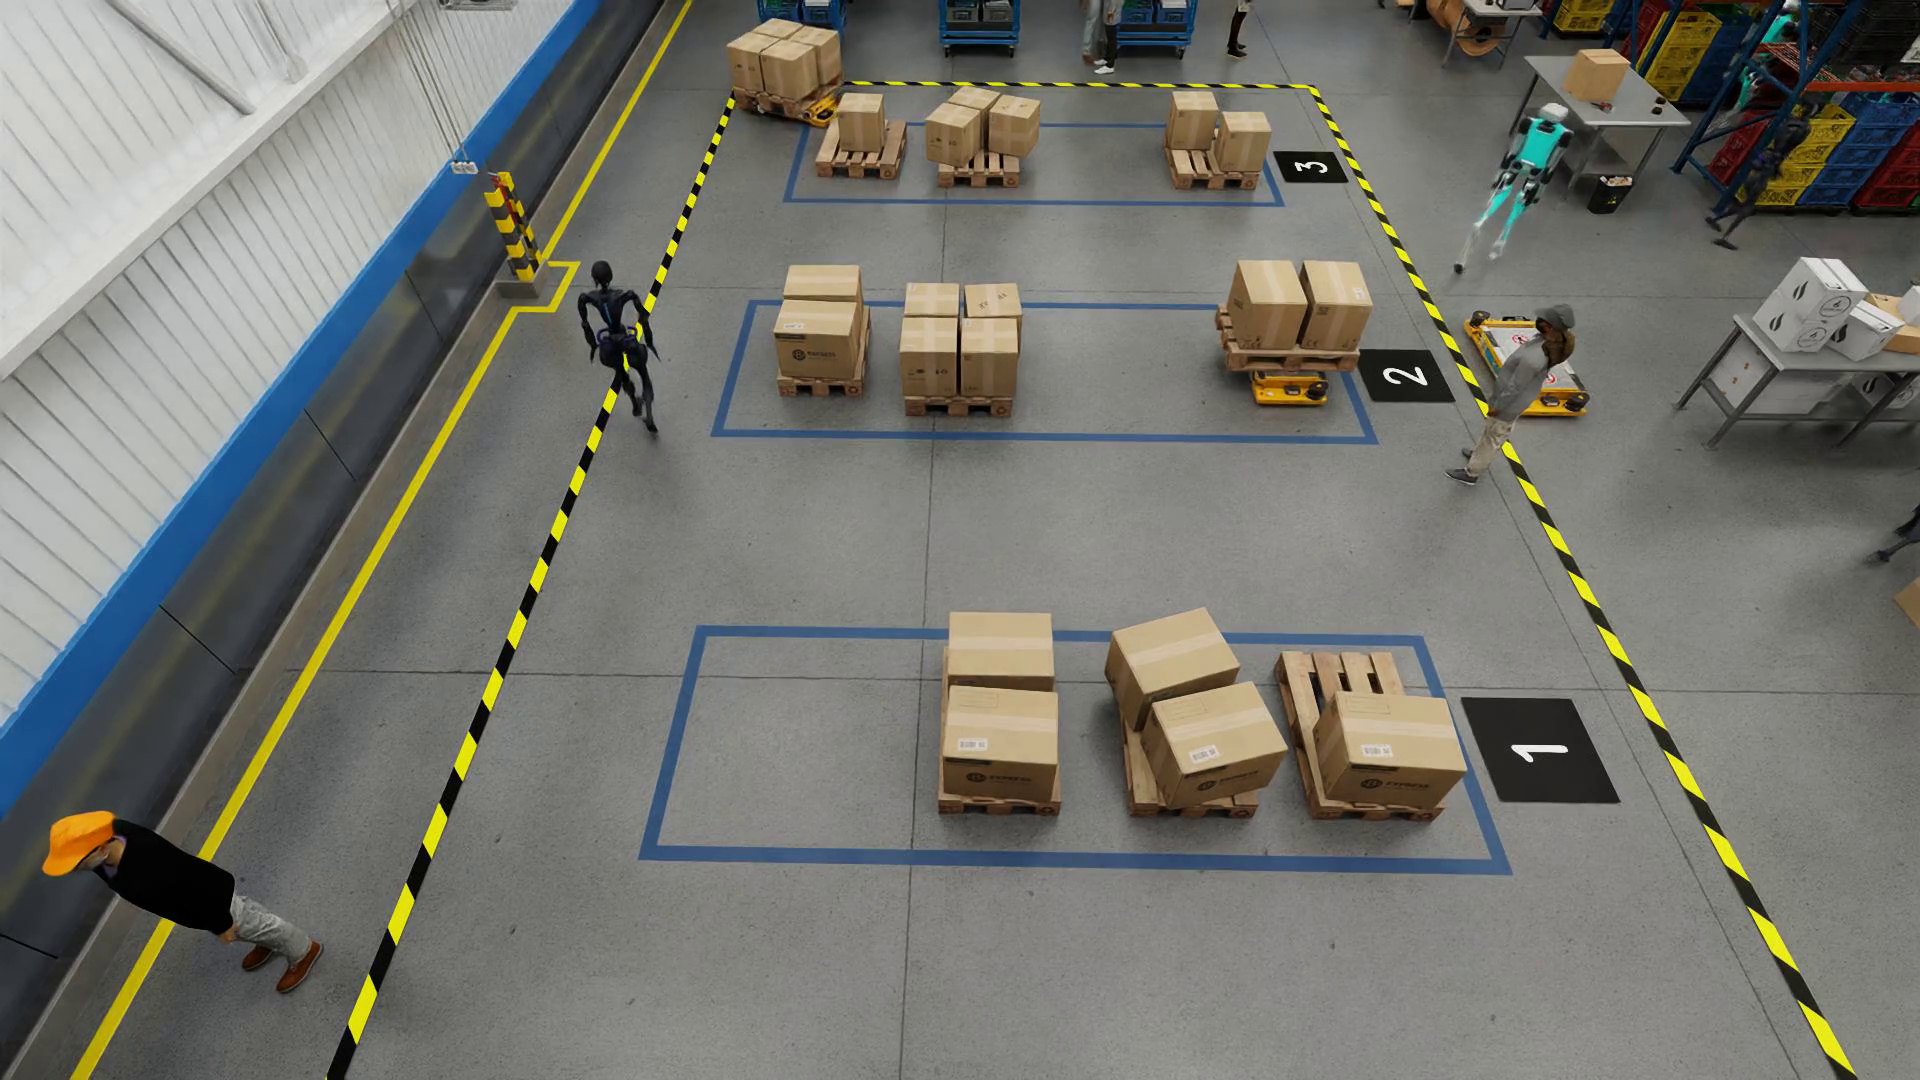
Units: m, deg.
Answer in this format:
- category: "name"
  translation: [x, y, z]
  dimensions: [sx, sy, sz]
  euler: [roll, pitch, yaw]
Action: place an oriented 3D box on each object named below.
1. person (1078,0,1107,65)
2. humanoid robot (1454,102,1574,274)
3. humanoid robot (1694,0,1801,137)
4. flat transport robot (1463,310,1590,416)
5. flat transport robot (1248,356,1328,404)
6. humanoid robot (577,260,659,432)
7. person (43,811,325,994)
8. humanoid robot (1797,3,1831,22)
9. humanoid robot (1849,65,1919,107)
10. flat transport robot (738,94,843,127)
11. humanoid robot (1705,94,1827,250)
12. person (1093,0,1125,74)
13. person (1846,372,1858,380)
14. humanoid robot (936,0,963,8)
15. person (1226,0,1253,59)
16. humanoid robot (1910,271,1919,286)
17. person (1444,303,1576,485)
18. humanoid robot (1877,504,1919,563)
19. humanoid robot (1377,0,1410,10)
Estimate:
- category: "person"
  translation: [2.068, -8.083, 13.444]
  dimensions: [0.827, 1.914, 0.554]
  euler: [-24, 53, -20]
- category: "humanoid robot"
  translation: [5.786, -3.620, 9.735]
  dimensions: [1.040, 1.782, 0.538]
  euler: [-35, 58, -27]
- category: "humanoid robot"
  translation: [10.206, -6.021, 11.769]
  dimensions: [1.017, 1.730, 0.547]
  euler: [-14, 51, -12]
- category: "flat transport robot"
  translation: [5.573, -1.757, 9.054]
  dimensions: [0.659, 0.231, 1.431]
  euler: [1, 49, 1]
- category: "flat transport robot"
  translation: [3.175, -1.891, 9.152]
  dimensions: [0.652, 0.197, 1.431]
  euler: [1, 49, 1]
- category: "humanoid robot"
  translation: [-2.997, -1.669, 8.060]
  dimensions: [0.597, 1.638, 0.624]
  euler: [-8, 50, -7]
- category: "person"
  translation: [-4.027, 1.900, 4.822]
  dimensions: [0.585, 1.884, 0.362]
  euler: [21, 52, 17]
- category: "humanoid robot"
  translation: [12.620, -8.108, 13.643]
  dimensions: [0.793, 1.874, 0.547]
  euler: [-15, 51, -13]
- category: "humanoid robot"
  translation: [11.441, -5.640, 11.465]
  dimensions: [0.960, 1.772, 0.531]
  euler: [-21, 52, -17]
- category: "flat transport robot"
  translation: [-2.344, -6.152, 12.840]
  dimensions: [1.431, 0.197, 0.652]
  euler: [21, 52, 18]
- category: "humanoid robot"
  translation: [8.939, -4.124, 10.183]
  dimensions: [0.432, 1.640, 0.583]
  euler: [36, 58, 27]
- category: "person"
  translation: [2.174, -7.710, 13.159]
  dimensions: [0.364, 1.852, 0.596]
  euler: [4, 49, 3]
- category: "person"
  translation: [8.796, -2.012, 8.129]
  dimensions: [0.638, 2.018, 0.437]
  euler: [-6, 49, -5]
- category: "humanoid robot"
  translation: [-0.150, -9.432, 14.770]
  dimensions: [0.565, 1.633, 0.611]
  euler: [23, 53, 19]
- category: "person"
  translation: [4.276, -8.220, 13.526]
  dimensions: [0.372, 1.966, 0.602]
  euler: [10, 50, 9]
- category: "humanoid robot"
  translation: [10.567, -3.350, 9.395]
  dimensions: [0.531, 1.692, 0.739]
  euler: [5, 49, 4]
- category: "person"
  translation: [4.580, -1.185, 7.566]
  dimensions: [0.399, 1.768, 0.560]
  euler: [37, 58, 27]
- category: "humanoid robot"
  translation: [7.792, -0.481, 7.055]
  dimensions: [0.787, 1.636, 0.583]
  euler: [-17, 51, -14]
- category: "humanoid robot"
  translation: [7.357, -9.466, 14.831]
  dimensions: [0.739, 1.645, 0.612]
  euler: [-3, 49, -3]
